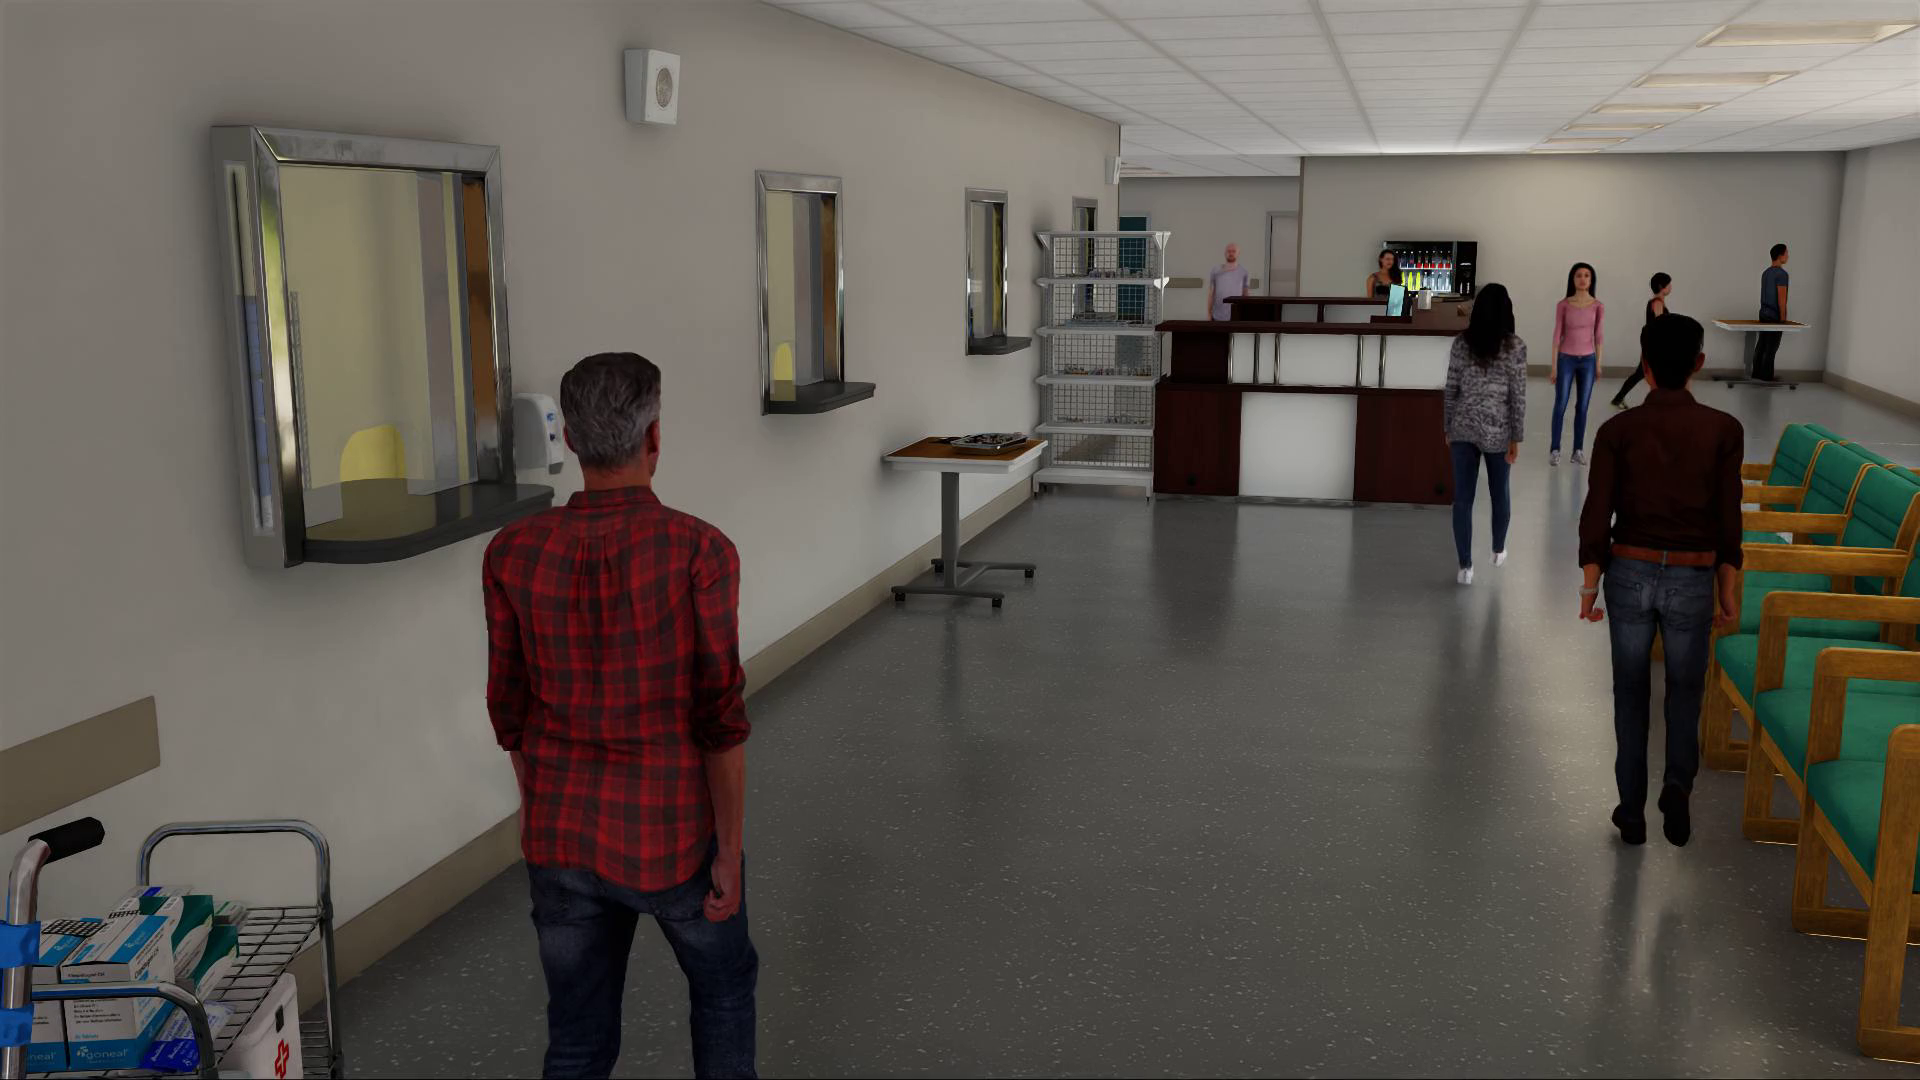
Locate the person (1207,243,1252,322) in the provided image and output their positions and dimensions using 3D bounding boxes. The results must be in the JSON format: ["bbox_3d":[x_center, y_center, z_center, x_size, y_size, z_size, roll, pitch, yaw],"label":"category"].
[{"bbox_3d":[3.381,-2.803,20.892,0.573,1.824,0.758,2,11,12],"label":"person"}]

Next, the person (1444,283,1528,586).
[{"bbox_3d":[2.969,-0.580,9.518,0.983,1.696,0.737,4,11,20],"label":"person"}]

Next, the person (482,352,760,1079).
[{"bbox_3d":[-0.661,0.580,3.108,0.915,1.805,0.818,2,11,8],"label":"person"}]

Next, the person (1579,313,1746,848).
[{"bbox_3d":[2.273,0.172,5.356,0.767,1.770,0.714,3,11,15],"label":"person"}]

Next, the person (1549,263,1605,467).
[{"bbox_3d":[5.320,-1.522,14.358,0.456,1.742,0.654,2,11,9],"label":"person"}]

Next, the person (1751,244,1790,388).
[{"bbox_3d":[10.466,-2.900,21.442,0.638,1.809,0.715,0,11,-1],"label":"person"}]

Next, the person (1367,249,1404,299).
[{"bbox_3d":[5.052,-2.608,20.019,0.873,1.765,0.853,-1,11,-7],"label":"person"}]

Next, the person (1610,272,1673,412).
[{"bbox_3d":[7.430,-2.097,17.998,1.066,1.514,0.605,4,11,19],"label":"person"}]
